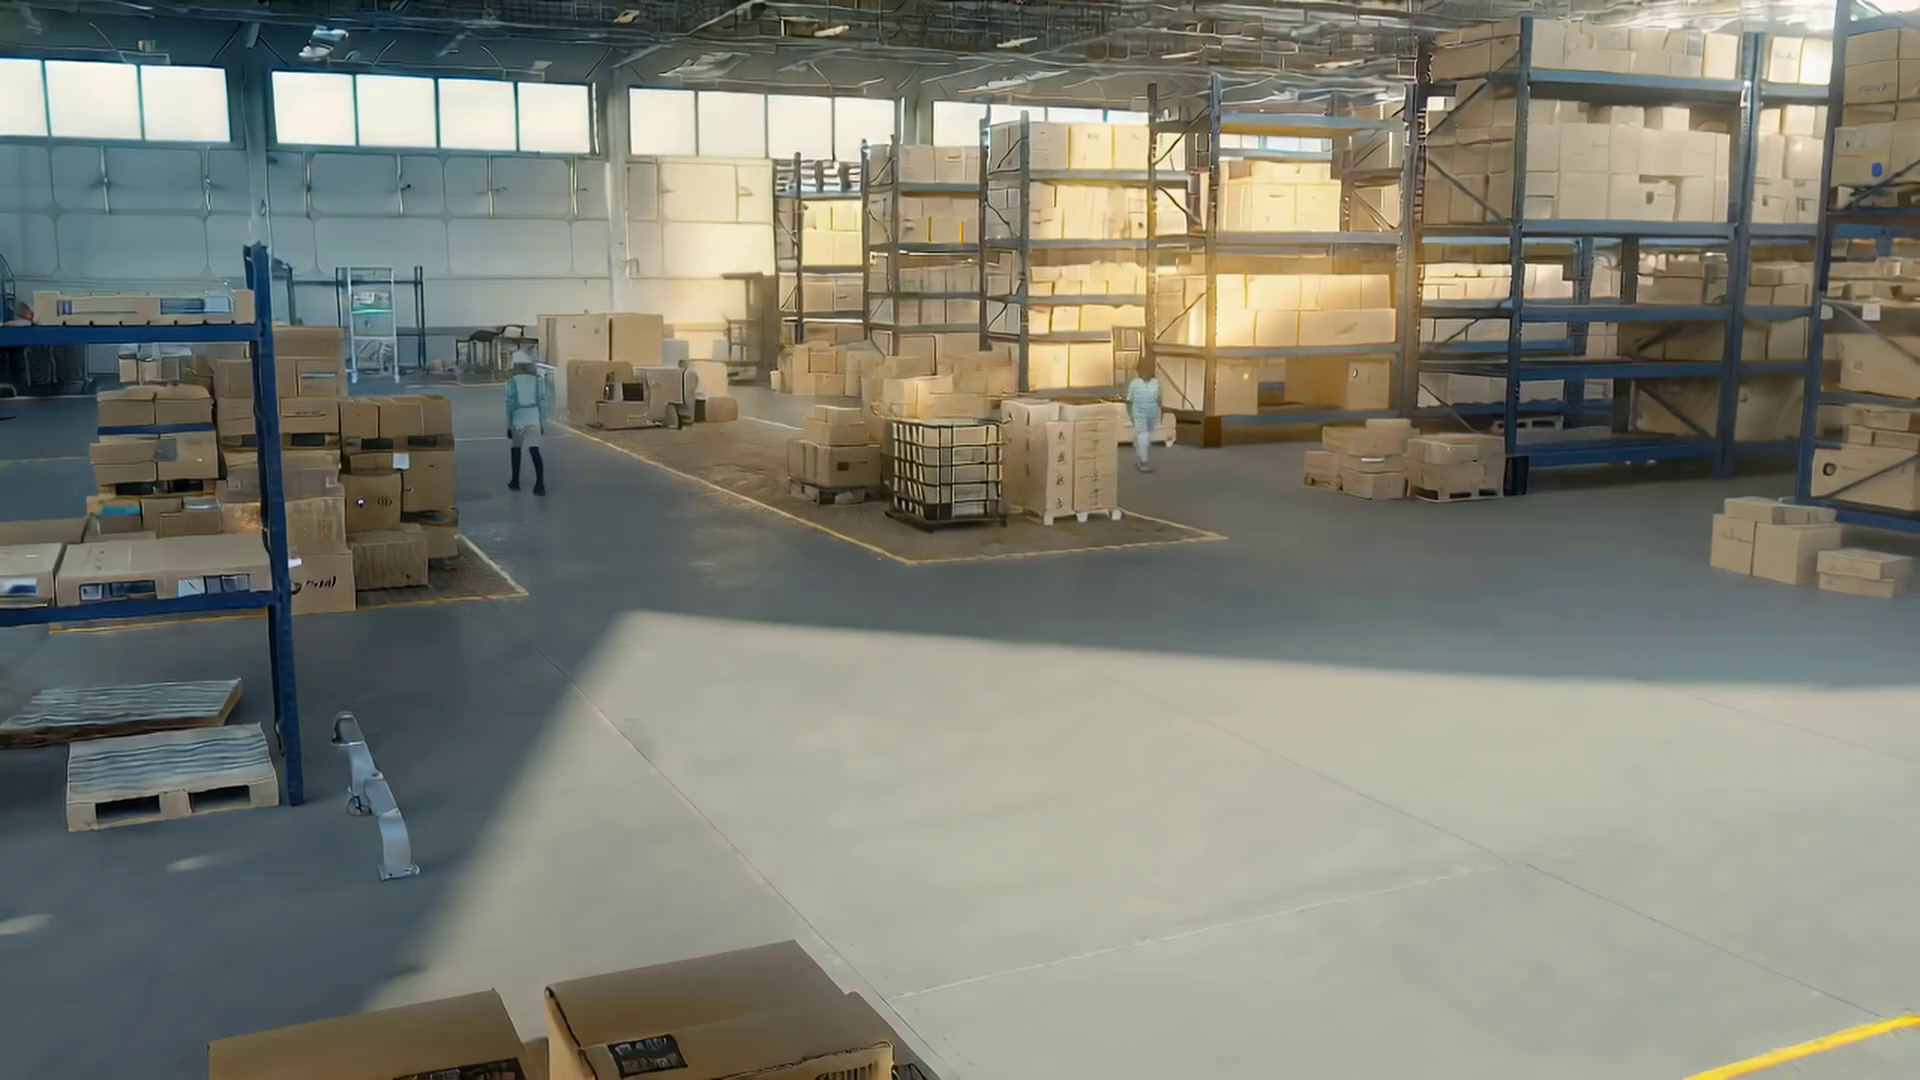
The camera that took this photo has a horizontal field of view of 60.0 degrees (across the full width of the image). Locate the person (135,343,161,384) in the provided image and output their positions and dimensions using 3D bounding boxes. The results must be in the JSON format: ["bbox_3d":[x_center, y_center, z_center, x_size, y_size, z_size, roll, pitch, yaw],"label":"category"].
[{"bbox_3d":[-15.592,-3.208,31.967,0.589,1.920,0.399,4,10,23],"label":"person"}]

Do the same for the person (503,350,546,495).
[{"bbox_3d":[-5.665,-1.532,21.696,0.563,1.886,1.000,-6,11,-34],"label":"person"}]

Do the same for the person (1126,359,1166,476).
[{"bbox_3d":[2.645,-1.782,23.938,0.537,1.655,0.863,-5,10,-26],"label":"person"}]

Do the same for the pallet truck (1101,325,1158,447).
[{"bbox_3d":[2.881,-2.596,27.923,0.823,1.965,1.885,-1,9,-7],"label":"pallet truck"}]

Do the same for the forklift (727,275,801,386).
[{"bbox_3d":[-4.890,-5.340,42.218,1.873,2.768,1.129,-4,10,-25],"label":"forklift"}]
